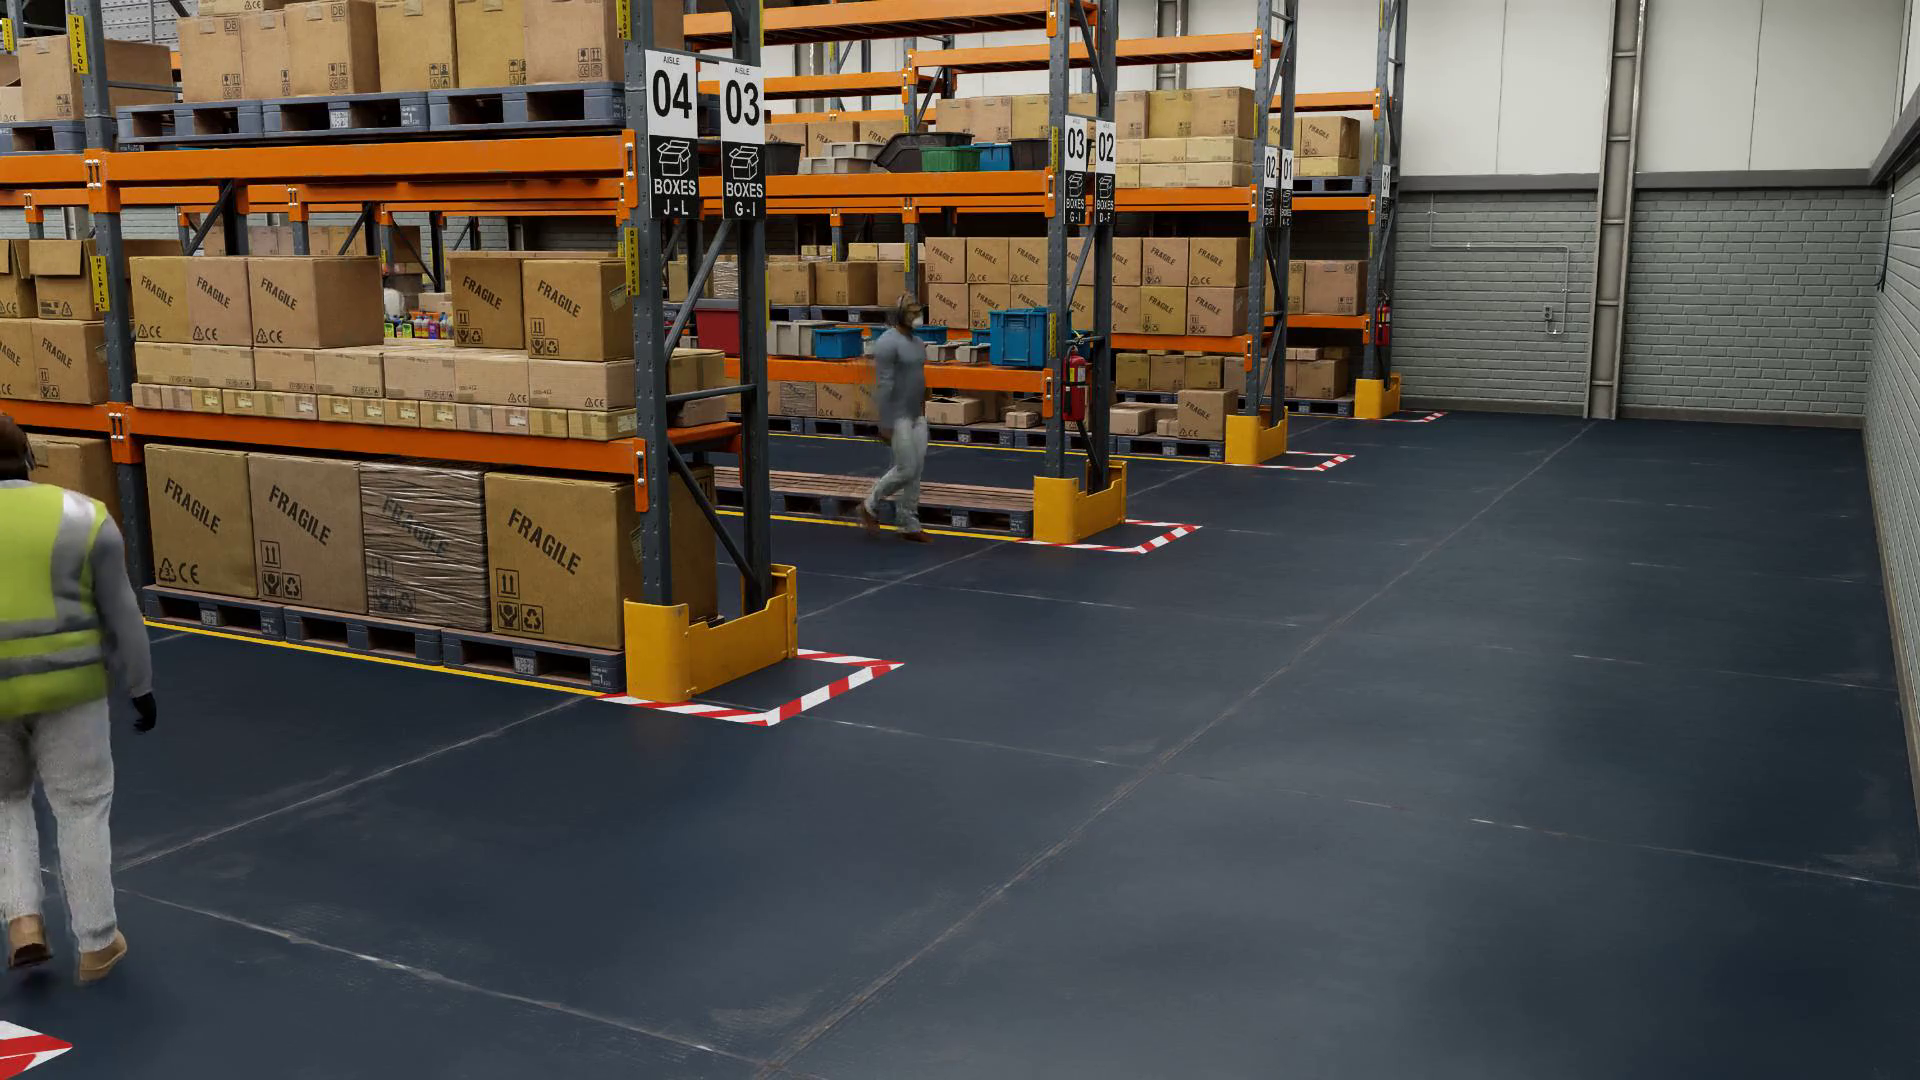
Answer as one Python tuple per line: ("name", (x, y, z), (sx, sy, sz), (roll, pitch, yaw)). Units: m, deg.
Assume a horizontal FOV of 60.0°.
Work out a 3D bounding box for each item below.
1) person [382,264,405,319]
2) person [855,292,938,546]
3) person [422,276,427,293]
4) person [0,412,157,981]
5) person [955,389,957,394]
("person", (-7.178, -2.489, 20.972), (0.687, 2.020, 0.628), (6, 12, 28))
("person", (-0.453, -0.905, 12.582), (0.536, 1.928, 0.646), (5, 12, 26))
("person", (-7.873, -2.999, 24.406), (0.889, 1.792, 0.590), (5, 12, 26))
("person", (-2.916, 0.501, 5.231), (0.711, 1.814, 0.439), (-5, 11, -23))
("person", (-0.041, -2.497, 21.131), (0.457, 1.972, 0.646), (6, 12, 31))
